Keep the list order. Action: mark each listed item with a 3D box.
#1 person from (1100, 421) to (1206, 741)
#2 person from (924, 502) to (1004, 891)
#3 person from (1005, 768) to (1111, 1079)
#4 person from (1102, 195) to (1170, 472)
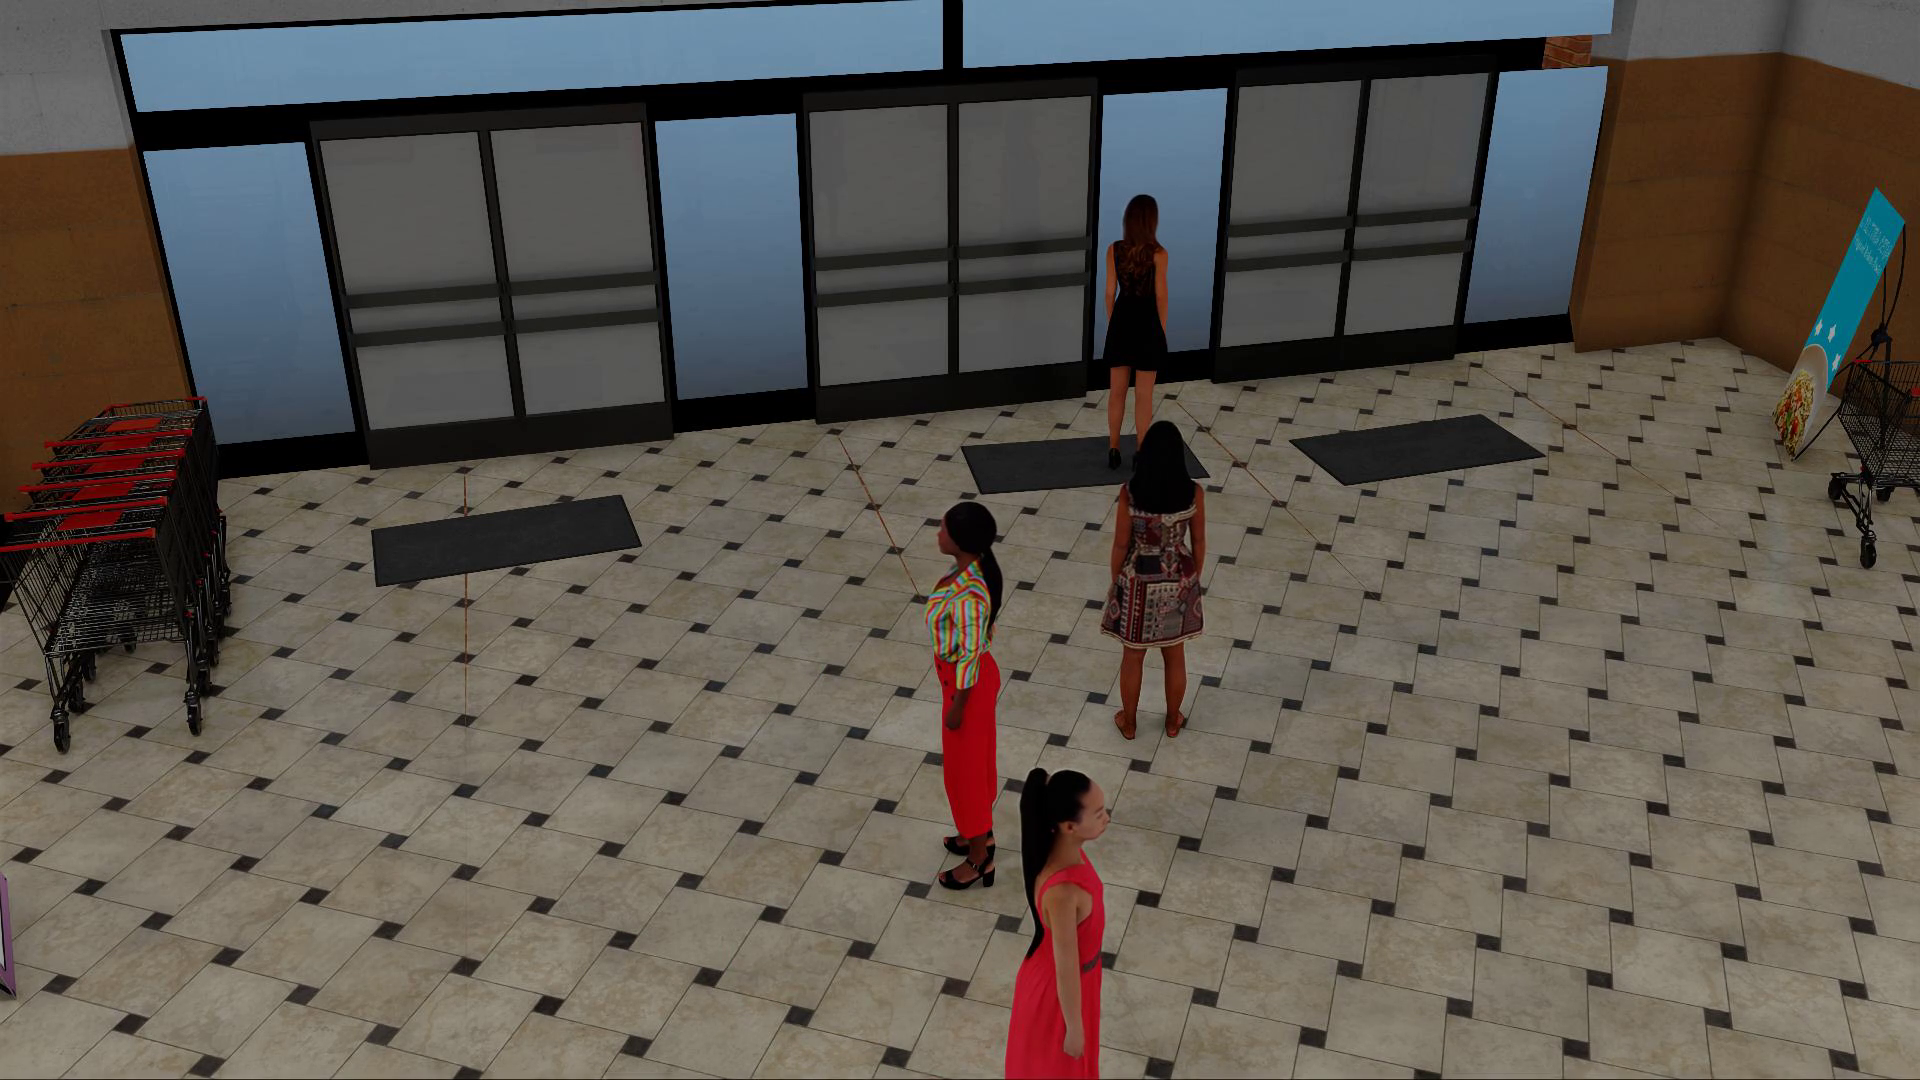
[{"bbox_3d":[0.924,0.201,7.892,0.693,1.645,0.600,-1,27,-3],"label":"person"},{"bbox_3d":[0.036,0.650,6.845,0.733,1.792,0.599,4,27,7],"label":"person"},{"bbox_3d":[0.319,1.459,5.319,0.735,1.727,0.598,0,27,1],"label":"person"},{"bbox_3d":[1.116,-1.298,10.640,0.664,1.834,0.699,10,29,19],"label":"person"}]
